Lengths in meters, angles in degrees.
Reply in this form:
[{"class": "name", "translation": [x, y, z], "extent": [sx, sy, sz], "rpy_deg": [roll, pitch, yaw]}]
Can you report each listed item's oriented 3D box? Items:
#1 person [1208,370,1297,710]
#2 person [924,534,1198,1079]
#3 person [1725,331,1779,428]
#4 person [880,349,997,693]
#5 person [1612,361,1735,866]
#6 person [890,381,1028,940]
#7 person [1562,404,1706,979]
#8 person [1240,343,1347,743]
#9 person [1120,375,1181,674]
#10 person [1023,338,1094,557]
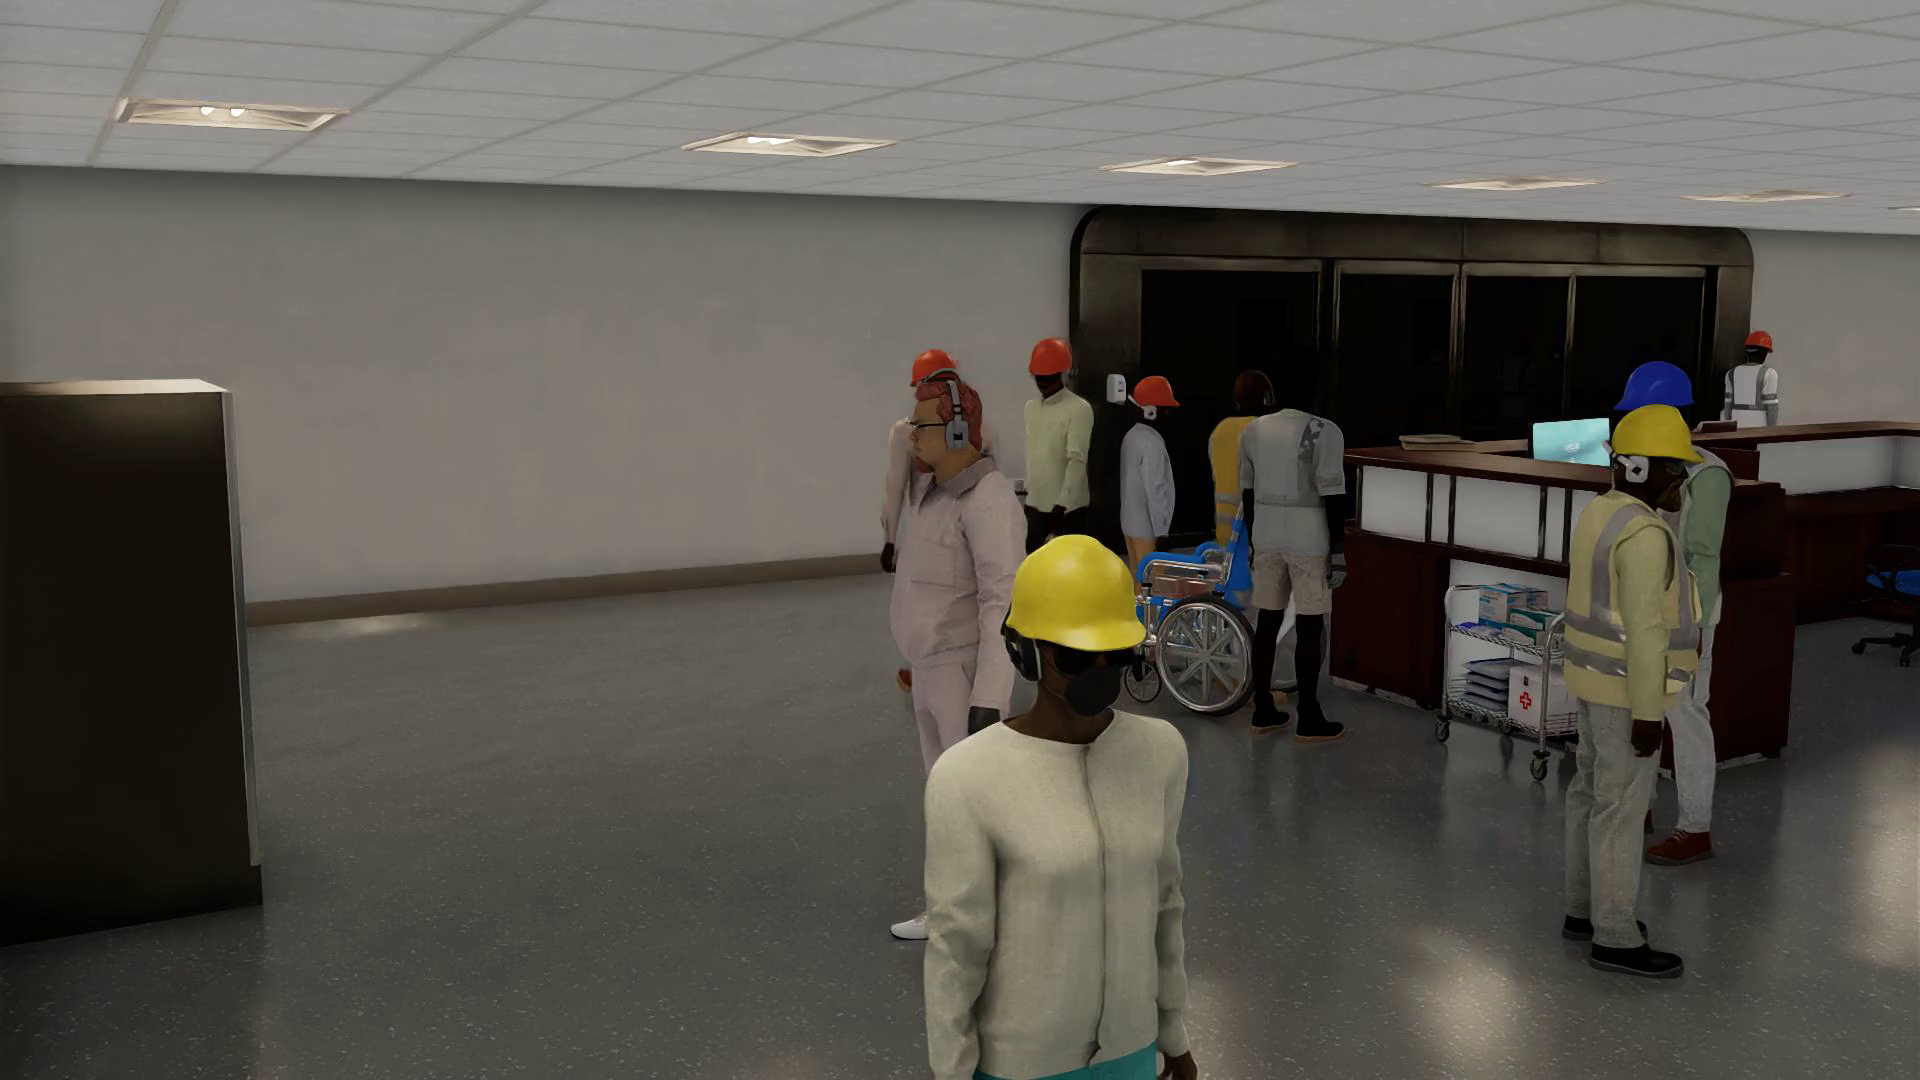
[{"class": "person", "translation": [1.562, 0.013, 8.818], "extent": [0.455, 1.817, 0.658], "rpy_deg": [-3, 8, -20]}, {"class": "person", "translation": [0.183, 0.865, 2.803], "extent": [0.533, 1.768, 0.310], "rpy_deg": [-5, 9, -32]}, {"class": "person", "translation": [7.729, -1.070, 16.224], "extent": [0.366, 1.930, 0.542], "rpy_deg": [-5, 9, -30]}, {"class": "person", "translation": [-0.067, -0.022, 8.704], "extent": [0.633, 1.941, 1.019], "rpy_deg": [-5, 9, -33]}, {"class": "person", "translation": [2.710, 0.277, 6.475], "extent": [0.421, 1.939, 0.600], "rpy_deg": [-2, 8, -17]}, {"class": "person", "translation": [-0.028, 0.442, 5.360], "extent": [0.401, 1.906, 0.650], "rpy_deg": [-3, 8, -19]}, {"class": "person", "translation": [2.175, 0.474, 5.408], "extent": [0.404, 1.829, 0.591], "rpy_deg": [1, 8, 5]}, {"class": "person", "translation": [1.657, 0.016, 8.224], "extent": [0.367, 1.966, 0.606], "rpy_deg": [-7, 11, -42]}, {"class": "person", "translation": [1.117, -0.088, 9.769], "extent": [0.335, 1.752, 0.570], "rpy_deg": [-1, 8, -10]}, {"class": "person", "translation": [0.540, -0.210, 9.861], "extent": [0.661, 1.957, 0.637], "rpy_deg": [-7, 10, -40]}]
